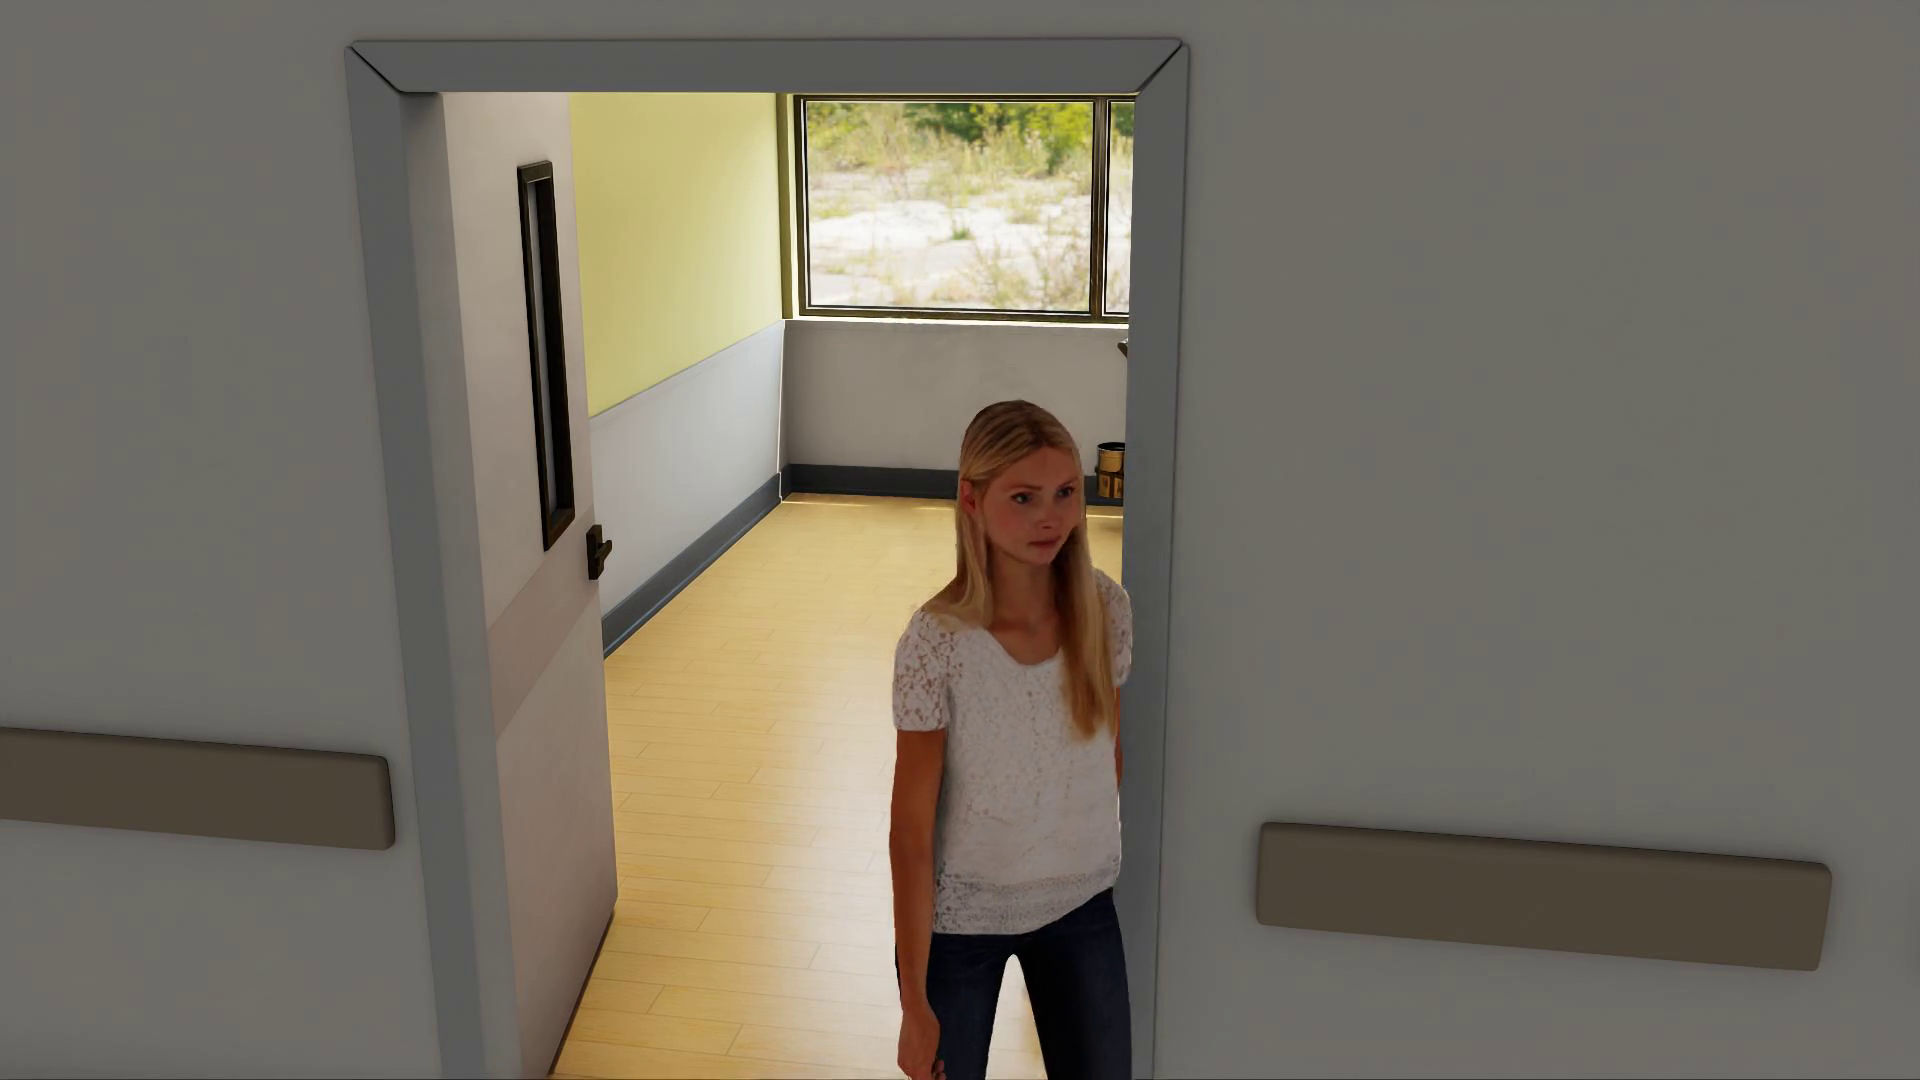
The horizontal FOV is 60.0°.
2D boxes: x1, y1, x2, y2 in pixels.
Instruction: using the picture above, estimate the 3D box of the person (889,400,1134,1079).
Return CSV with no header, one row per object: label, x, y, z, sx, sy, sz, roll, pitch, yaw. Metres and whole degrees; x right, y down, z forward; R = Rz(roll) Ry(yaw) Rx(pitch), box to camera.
person,0.044,0.628,2.778,0.854,1.790,0.898,-8,18,-27
